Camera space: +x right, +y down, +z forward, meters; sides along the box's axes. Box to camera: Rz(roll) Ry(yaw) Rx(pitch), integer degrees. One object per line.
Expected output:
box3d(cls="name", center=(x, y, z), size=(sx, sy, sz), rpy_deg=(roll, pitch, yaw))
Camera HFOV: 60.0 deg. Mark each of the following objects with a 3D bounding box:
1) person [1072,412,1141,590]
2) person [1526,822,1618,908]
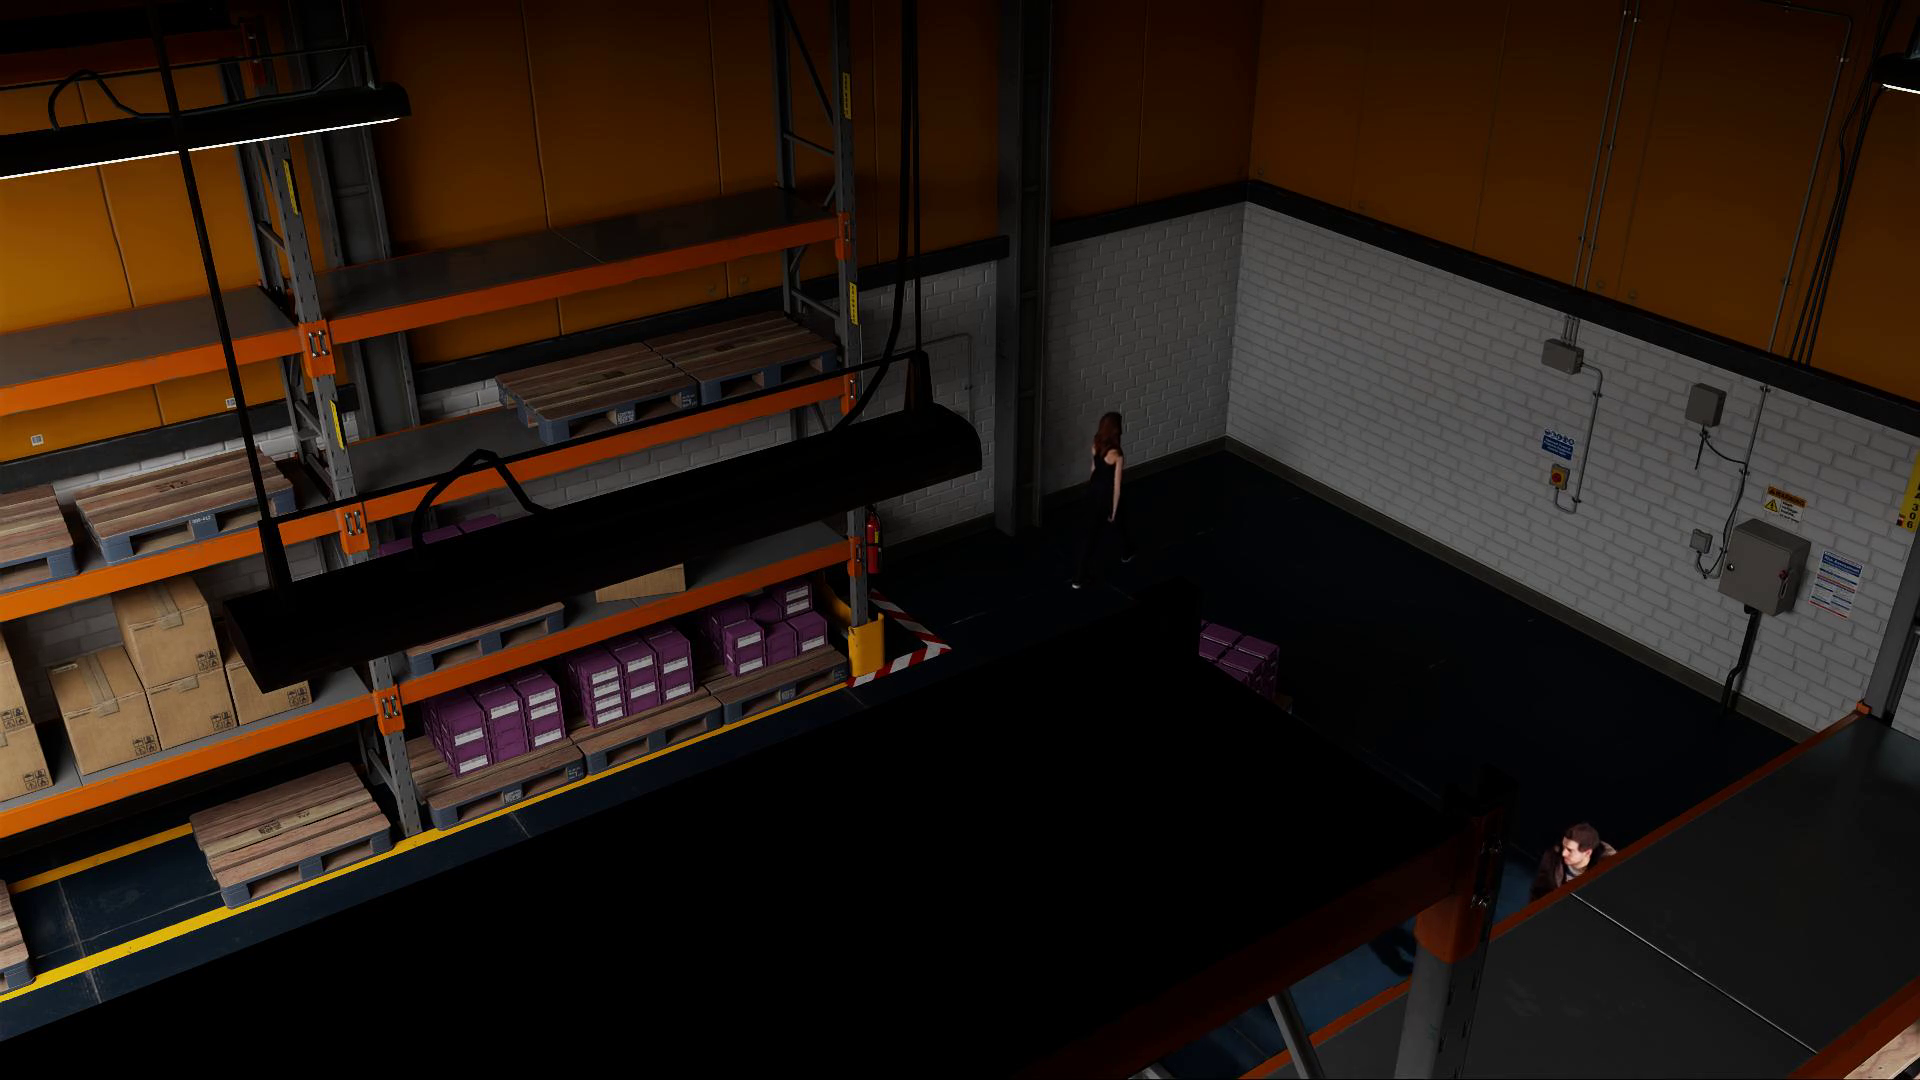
box3d(cls="person", center=(1.263, -0.329, 15.481), size=(0.800, 1.680, 1.221), rpy_deg=(21, 35, 33))
box3d(cls="person", center=(3.839, 2.462, 10.220), size=(0.723, 1.819, 0.802), rpy_deg=(-15, 32, -25))
